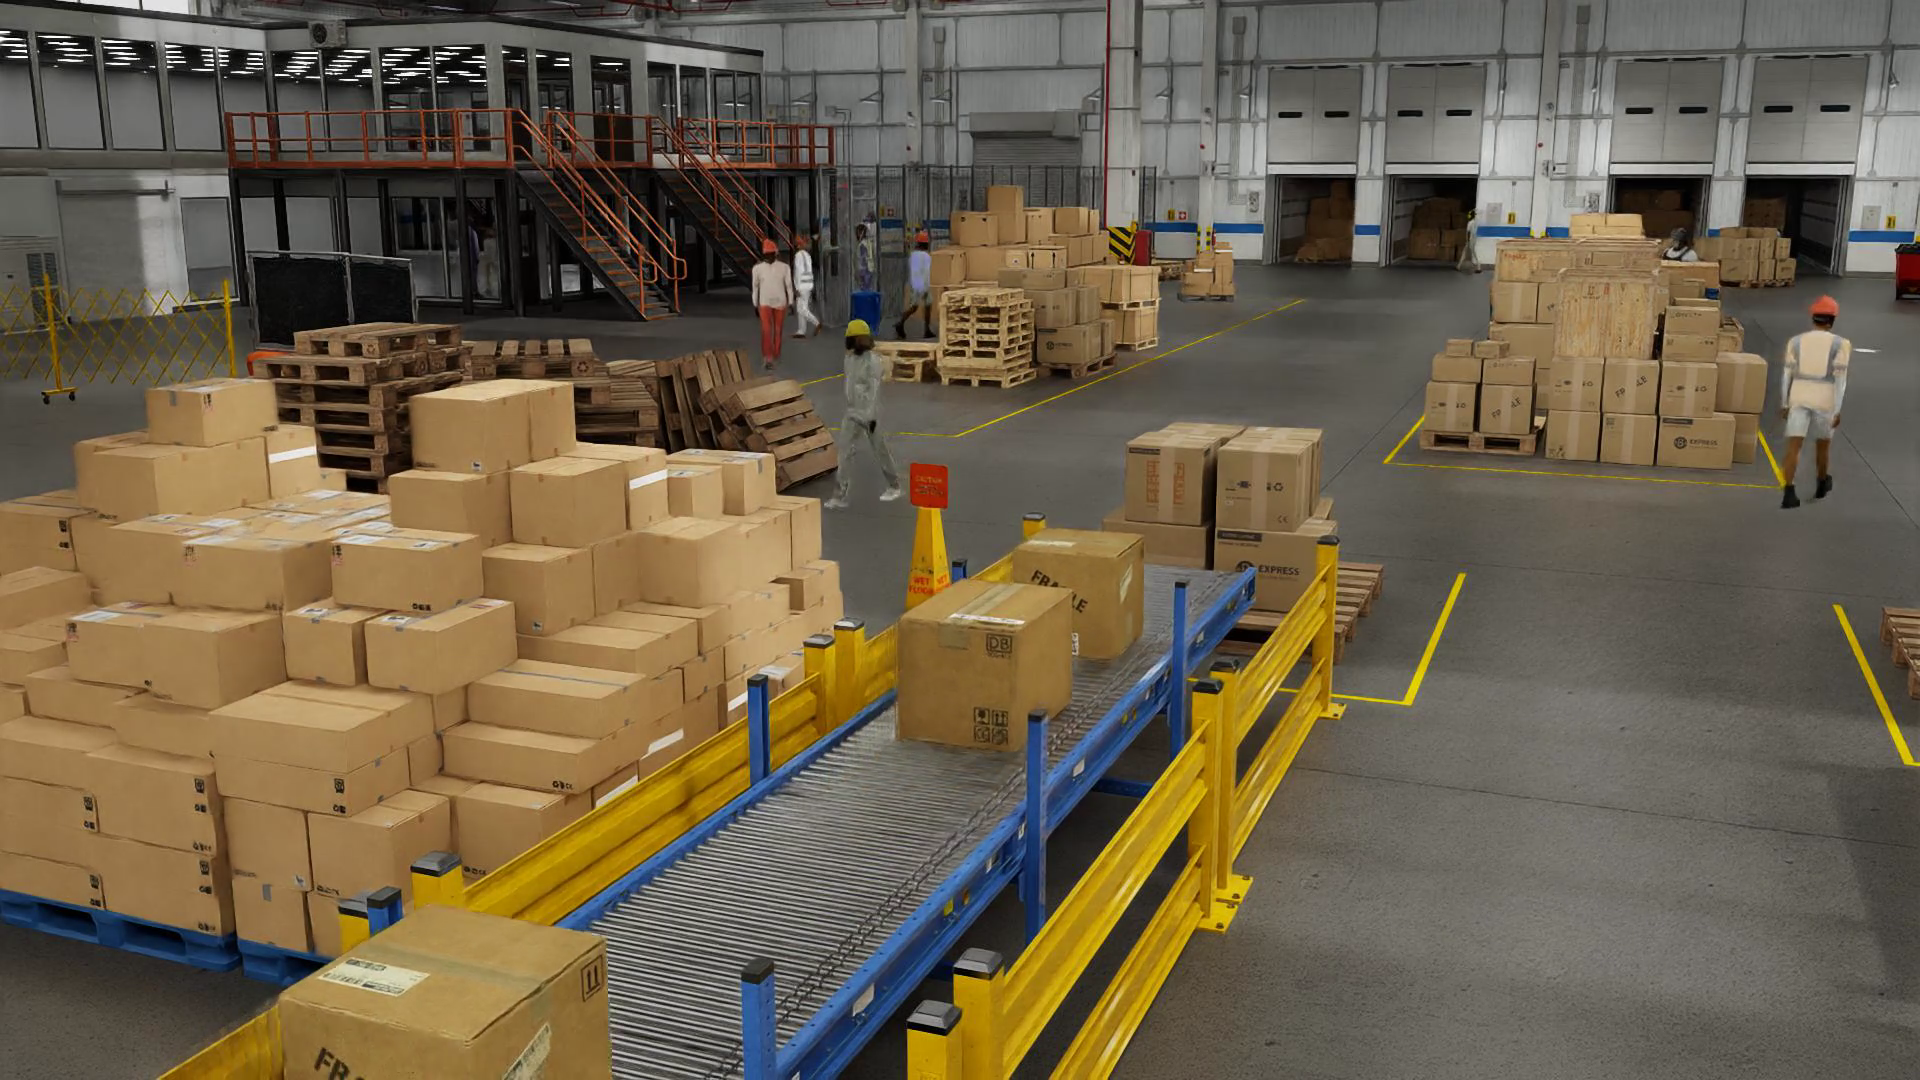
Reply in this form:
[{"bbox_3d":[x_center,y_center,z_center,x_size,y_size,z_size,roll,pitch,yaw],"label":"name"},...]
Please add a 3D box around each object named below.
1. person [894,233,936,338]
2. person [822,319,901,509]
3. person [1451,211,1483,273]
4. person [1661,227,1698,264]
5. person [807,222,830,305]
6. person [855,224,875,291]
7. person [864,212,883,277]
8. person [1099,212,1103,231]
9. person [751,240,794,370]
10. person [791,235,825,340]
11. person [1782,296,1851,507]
[{"bbox_3d":[-0.798,-4.535,29.766,0.552,1.906,0.847,12,17,42],"label":"person"},{"bbox_3d":[-0.863,-1.154,15.036,0.501,1.698,0.891,11,17,41],"label":"person"},{"bbox_3d":[14.968,-8.737,48.791,0.552,1.817,1.000,-10,16,-38],"label":"person"},{"bbox_3d":[12.298,-4.372,28.696,0.535,2.000,0.690,-7,14,-27],"label":"person"},{"bbox_3d":[-3.176,-6.190,37.309,0.505,1.840,0.346,4,13,19],"label":"person"},{"bbox_3d":[-1.941,-5.475,33.947,0.397,1.911,0.587,1,13,3],"label":"person"},{"bbox_3d":[-2.402,-8.226,46.433,0.591,1.831,1.005,-4,13,-17],"label":"person"},{"bbox_3d":[4.296,-8.786,48.733,0.647,1.933,0.437,6,14,24],"label":"person"},{"bbox_3d":[-2.878,-3.619,25.554,0.620,1.954,1.012,-2,13,-9],"label":"person"},{"bbox_3d":[-2.722,-4.486,29.632,0.629,1.854,0.645,3,13,15],"label":"person"},{"bbox_3d":[7.732,-1.255,15.067,0.560,1.877,1.045,11,17,41],"label":"person"}]
